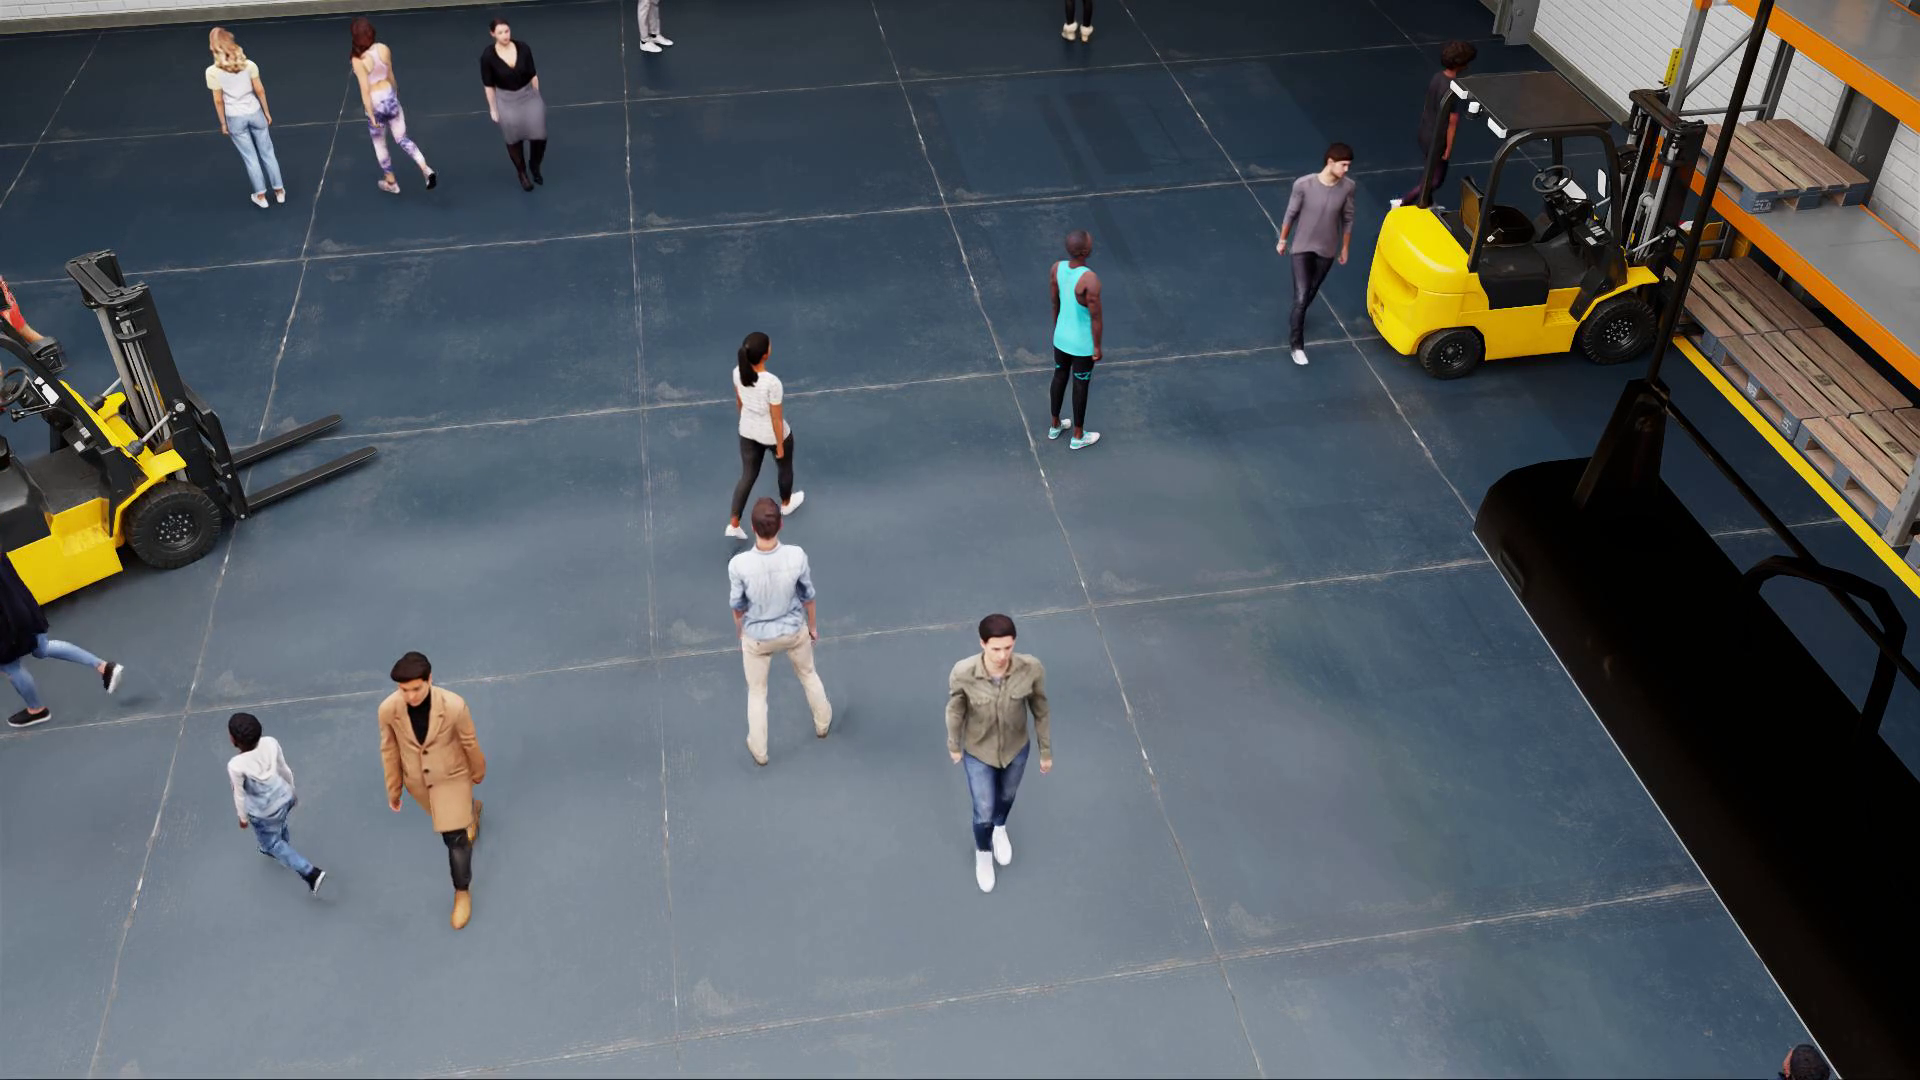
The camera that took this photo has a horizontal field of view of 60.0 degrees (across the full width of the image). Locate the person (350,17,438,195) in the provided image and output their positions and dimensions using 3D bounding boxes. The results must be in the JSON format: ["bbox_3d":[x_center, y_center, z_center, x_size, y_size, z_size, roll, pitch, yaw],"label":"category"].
[{"bbox_3d":[-5.384,-4.054,15.704,1.043,1.748,0.961,25,45,28],"label":"person"}]

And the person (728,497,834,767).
[{"bbox_3d":[-1.078,0.539,9.879,0.755,1.841,0.675,-9,40,-12],"label":"person"}]

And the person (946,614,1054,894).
[{"bbox_3d":[0.190,1.066,9.212,0.710,1.849,0.701,-8,39,-10],"label":"person"}]

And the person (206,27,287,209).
[{"bbox_3d":[-6.706,-3.957,15.602,0.704,1.723,0.685,-24,44,-27],"label":"person"}]

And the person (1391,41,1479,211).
[{"bbox_3d":[4.319,-3.688,15.242,0.813,1.753,0.969,-15,41,-17],"label":"person"}]

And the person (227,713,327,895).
[{"bbox_3d":[-3.803,1.468,9.194,0.807,1.244,0.805,18,42,21],"label":"person"}]

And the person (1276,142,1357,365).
[{"bbox_3d":[2.900,-2.435,13.642,0.846,1.792,1.219,1,39,1],"label":"person"}]

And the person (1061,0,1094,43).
[{"bbox_3d":[1.386,-6.462,18.790,0.612,1.660,0.530,-7,39,-9],"label":"person"}]

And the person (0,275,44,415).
[{"bbox_3d":[-7.515,-1.852,13.018,0.847,1.659,1.208,6,39,7],"label":"person"}]

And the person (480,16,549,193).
[{"bbox_3d":[-4.251,-4.165,15.844,0.754,1.747,0.713,-17,42,-20],"label":"person"}]

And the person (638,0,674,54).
[{"bbox_3d":[-3.507,-6.400,18.572,0.803,1.835,0.679,14,41,17],"label":"person"}]

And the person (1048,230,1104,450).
[{"bbox_3d":[0.852,-1.507,12.464,0.650,1.811,0.744,30,47,32],"label":"person"}]

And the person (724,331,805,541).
[{"bbox_3d":[-1.429,-0.696,11.604,1.001,1.617,1.109,20,43,23],"label":"person"}]

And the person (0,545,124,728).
[{"bbox_3d":[-5.685,0.464,10.113,0.670,1.666,0.891,-7,39,-8],"label":"person"}]

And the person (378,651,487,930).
[{"bbox_3d":[-2.860,1.217,9.145,0.817,1.696,1.189,2,39,2],"label":"person"}]
